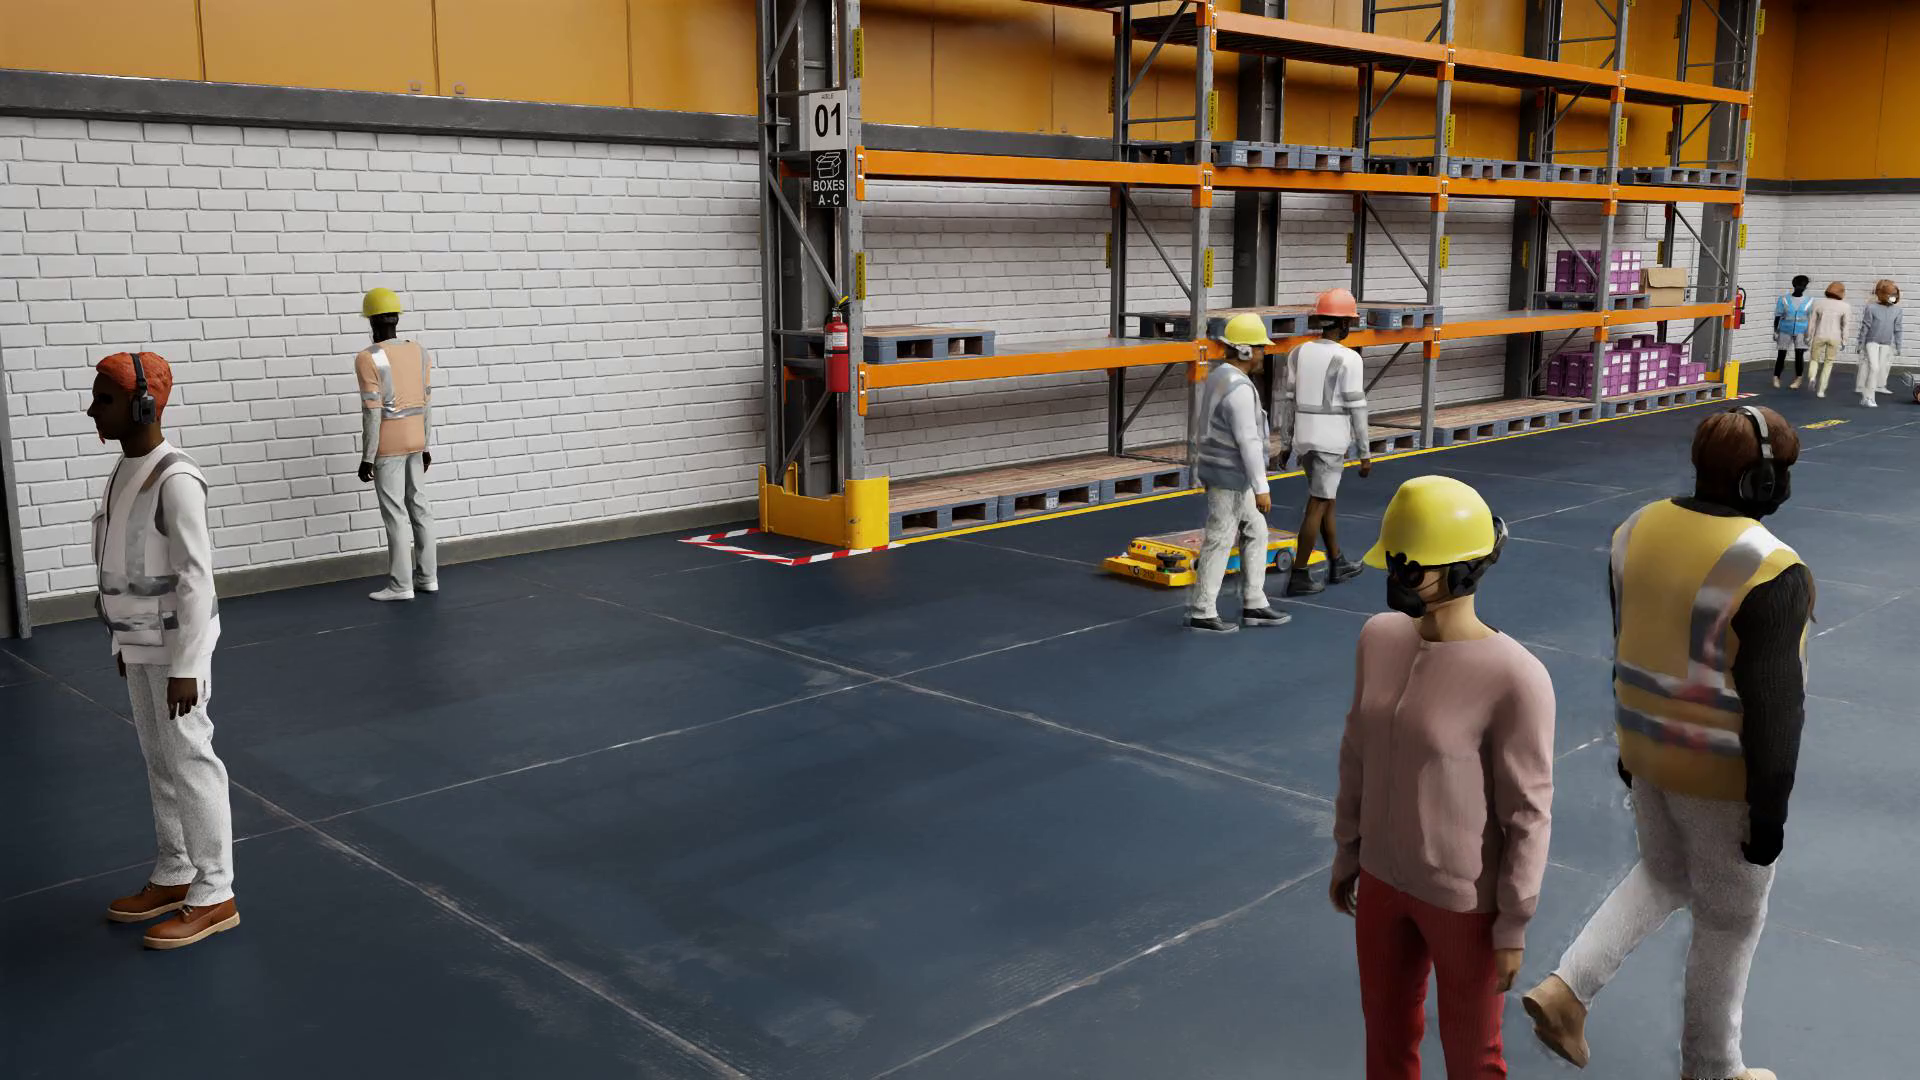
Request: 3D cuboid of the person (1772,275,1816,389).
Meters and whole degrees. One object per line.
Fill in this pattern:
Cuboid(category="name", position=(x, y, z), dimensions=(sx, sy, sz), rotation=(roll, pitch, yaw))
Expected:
Cuboid(category="person", position=(12.182, -3.038, 24.313), dimensions=(0.569, 1.672, 0.363), rotation=(4, 11, 21))

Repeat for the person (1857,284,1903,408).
Cuboid(category="person", position=(11.998, -2.517, 21.621), dimensions=(0.518, 1.602, 0.676), rotation=(-1, 10, -3))

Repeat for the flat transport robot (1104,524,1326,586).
Cuboid(category="flat transport robot", position=(1.719, 0.080, 11.137), dimensions=(1.431, 0.197, 0.652), rotation=(-7, 13, -35))

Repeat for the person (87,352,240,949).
Cuboid(category="person", position=(-2.546, 0.347, 5.285), dimensions=(0.355, 1.883, 0.574), rotation=(-10, 14, -43))

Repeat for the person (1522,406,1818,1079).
Cuboid(category="person", position=(1.822, 0.572, 4.194), dimensions=(0.572, 1.831, 0.637), rotation=(-3, 11, -16))

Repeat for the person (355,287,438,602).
Cuboid(category="person", position=(-3.483, -0.580, 10.223), dimensions=(0.375, 1.922, 0.594), rotation=(4, 11, 22))

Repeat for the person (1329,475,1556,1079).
Cuboid(category="person", position=(0.979, 0.736, 3.498), dimensions=(0.329, 1.763, 0.523), rotation=(-6, 12, -31))

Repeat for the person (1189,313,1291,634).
Cuboid(category="person", position=(1.633, -0.358, 9.335), dimensions=(0.744, 1.804, 0.627), rotation=(0, 10, 0))

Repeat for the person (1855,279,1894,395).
Cuboid(category="person", position=(12.979, -2.853, 23.438), dimensions=(0.580, 1.617, 0.527), rotation=(2, 11, 11))

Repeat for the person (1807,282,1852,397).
Cuboid(category="person", position=(11.974, -2.755, 22.966), dimensions=(0.529, 1.609, 0.486), rotation=(6, 12, 31))

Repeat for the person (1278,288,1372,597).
Cuboid(category="person", position=(2.381, -0.613, 10.440), dimensions=(0.882, 1.905, 0.578), rotation=(-7, 12, -32))
